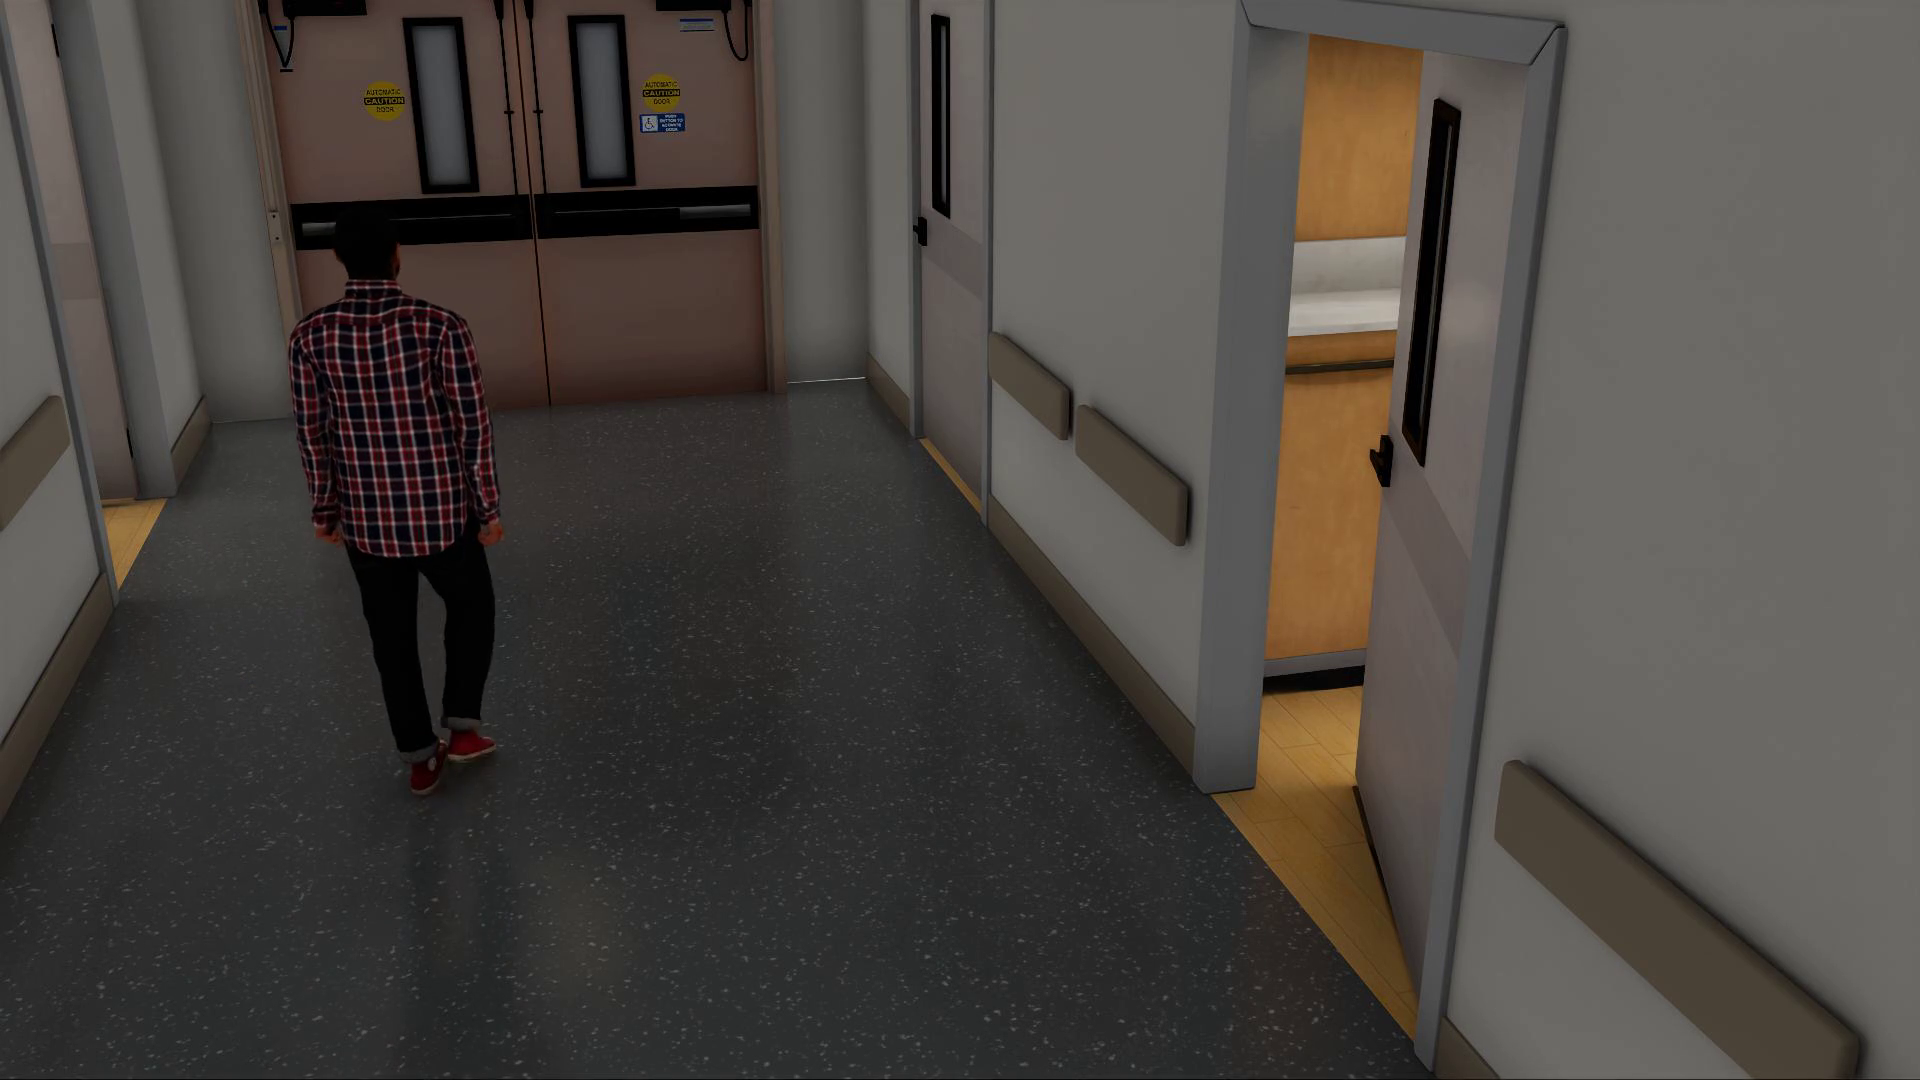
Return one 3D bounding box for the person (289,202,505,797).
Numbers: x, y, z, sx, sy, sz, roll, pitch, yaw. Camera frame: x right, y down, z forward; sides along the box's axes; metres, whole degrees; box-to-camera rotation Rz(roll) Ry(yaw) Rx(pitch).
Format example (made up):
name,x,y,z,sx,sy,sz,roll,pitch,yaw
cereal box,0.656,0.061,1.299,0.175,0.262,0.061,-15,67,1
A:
name,x,y,z,sx,sy,sz,roll,pitch,yaw
person,-1.583,-0.064,4.728,0.738,1.754,0.654,-3,21,-7
